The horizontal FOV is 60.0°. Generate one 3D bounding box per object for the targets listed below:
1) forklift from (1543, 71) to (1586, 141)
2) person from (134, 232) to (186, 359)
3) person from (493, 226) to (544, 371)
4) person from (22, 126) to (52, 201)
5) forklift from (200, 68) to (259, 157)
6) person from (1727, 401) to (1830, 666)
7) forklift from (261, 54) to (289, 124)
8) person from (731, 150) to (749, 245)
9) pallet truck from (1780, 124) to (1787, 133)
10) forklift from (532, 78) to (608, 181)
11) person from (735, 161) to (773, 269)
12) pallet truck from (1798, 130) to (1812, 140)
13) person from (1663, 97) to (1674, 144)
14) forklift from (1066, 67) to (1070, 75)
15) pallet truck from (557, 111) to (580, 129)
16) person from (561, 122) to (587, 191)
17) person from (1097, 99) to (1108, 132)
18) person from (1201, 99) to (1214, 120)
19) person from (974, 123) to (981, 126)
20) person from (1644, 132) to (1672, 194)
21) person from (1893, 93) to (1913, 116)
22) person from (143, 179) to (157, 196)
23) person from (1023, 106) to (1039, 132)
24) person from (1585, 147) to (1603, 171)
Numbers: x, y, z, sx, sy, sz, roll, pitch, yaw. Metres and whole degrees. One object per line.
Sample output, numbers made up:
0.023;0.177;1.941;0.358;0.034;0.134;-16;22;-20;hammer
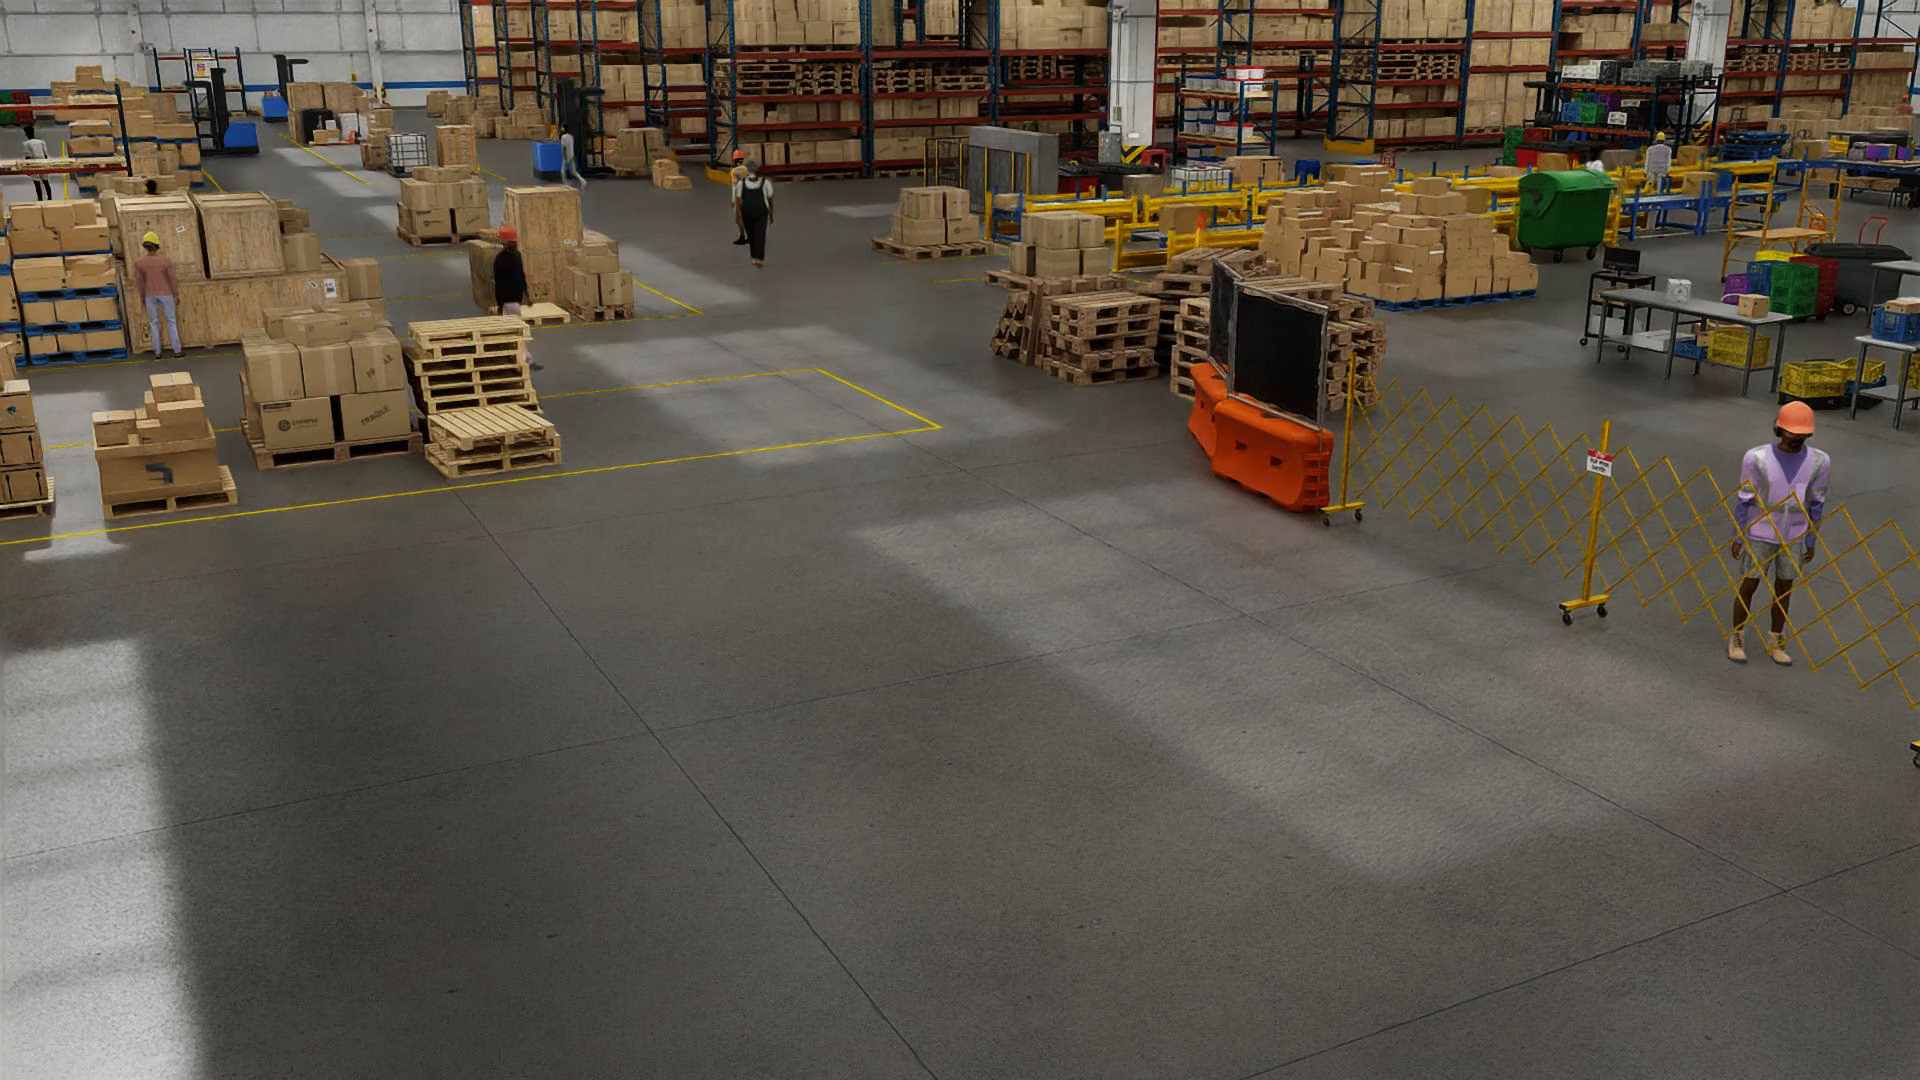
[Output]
18.685;-13.231;52.085;1.873;2.768;1.129;-9;20;-26;forklift
-11.205;-3.413;23.270;0.524;1.769;0.308;-4;18;-13;person
-6.153;-3.285;22.569;0.922;1.963;0.615;3;18;9;person
-22.797;-9.218;41.058;0.390;1.959;0.603;9;20;25;person
-24.369;-14.147;54.940;1.873;2.768;1.129;-9;20;-26;forklift
6.050;-0.039;12.320;0.605;2.034;0.397;3;18;10;person
-28.620;-19.103;70.388;1.873;2.768;1.129;-9;20;-26;forklift
-4.542;-7.101;34.497;0.376;1.934;0.548;14;23;37;person
25.206;-12.542;52.601;1.601;1.201;0.680;0;18;-2;pallet truck
-11.175;-11.689;47.276;1.873;2.768;1.129;-9;20;-26;forklift
-3.910;-6.195;31.500;0.692;2.000;1.056;2;18;6;person
25.526;-11.556;49.408;1.630;1.274;0.653;-9;20;-26;pallet truck
23.348;-13.598;54.779;0.701;1.924;0.634;-3;18;-9;person
4.726;-18.818;69.502;1.873;2.768;1.129;-7;19;-22;forklift
-13.495;-14.412;57.188;0.823;1.965;1.885;-3;18;-9;pallet truck
-10.354;-10.168;44.230;0.773;1.838;0.521;8;20;24;person
4.871;-13.923;55.983;0.634;1.813;0.470;-10;21;-29;person
9.131;-15.552;61.401;0.502;1.587;0.855;-9;20;-27;person
0.471;-12.630;52.162;0.569;1.662;0.477;15;23;39;person
17.078;-9.056;40.750;0.591;1.837;0.403;6;19;17;person
31.673;-14.022;56.025;0.626;1.969;0.448;8;19;23;person
-14.290;-5.467;29.527;0.551;1.851;0.569;9;20;26;person
2.266;-13.093;53.556;0.531;1.699;0.320;6;19;19;person
14.680;-8.245;38.482;0.709;1.674;0.543;-7;19;-20;person
